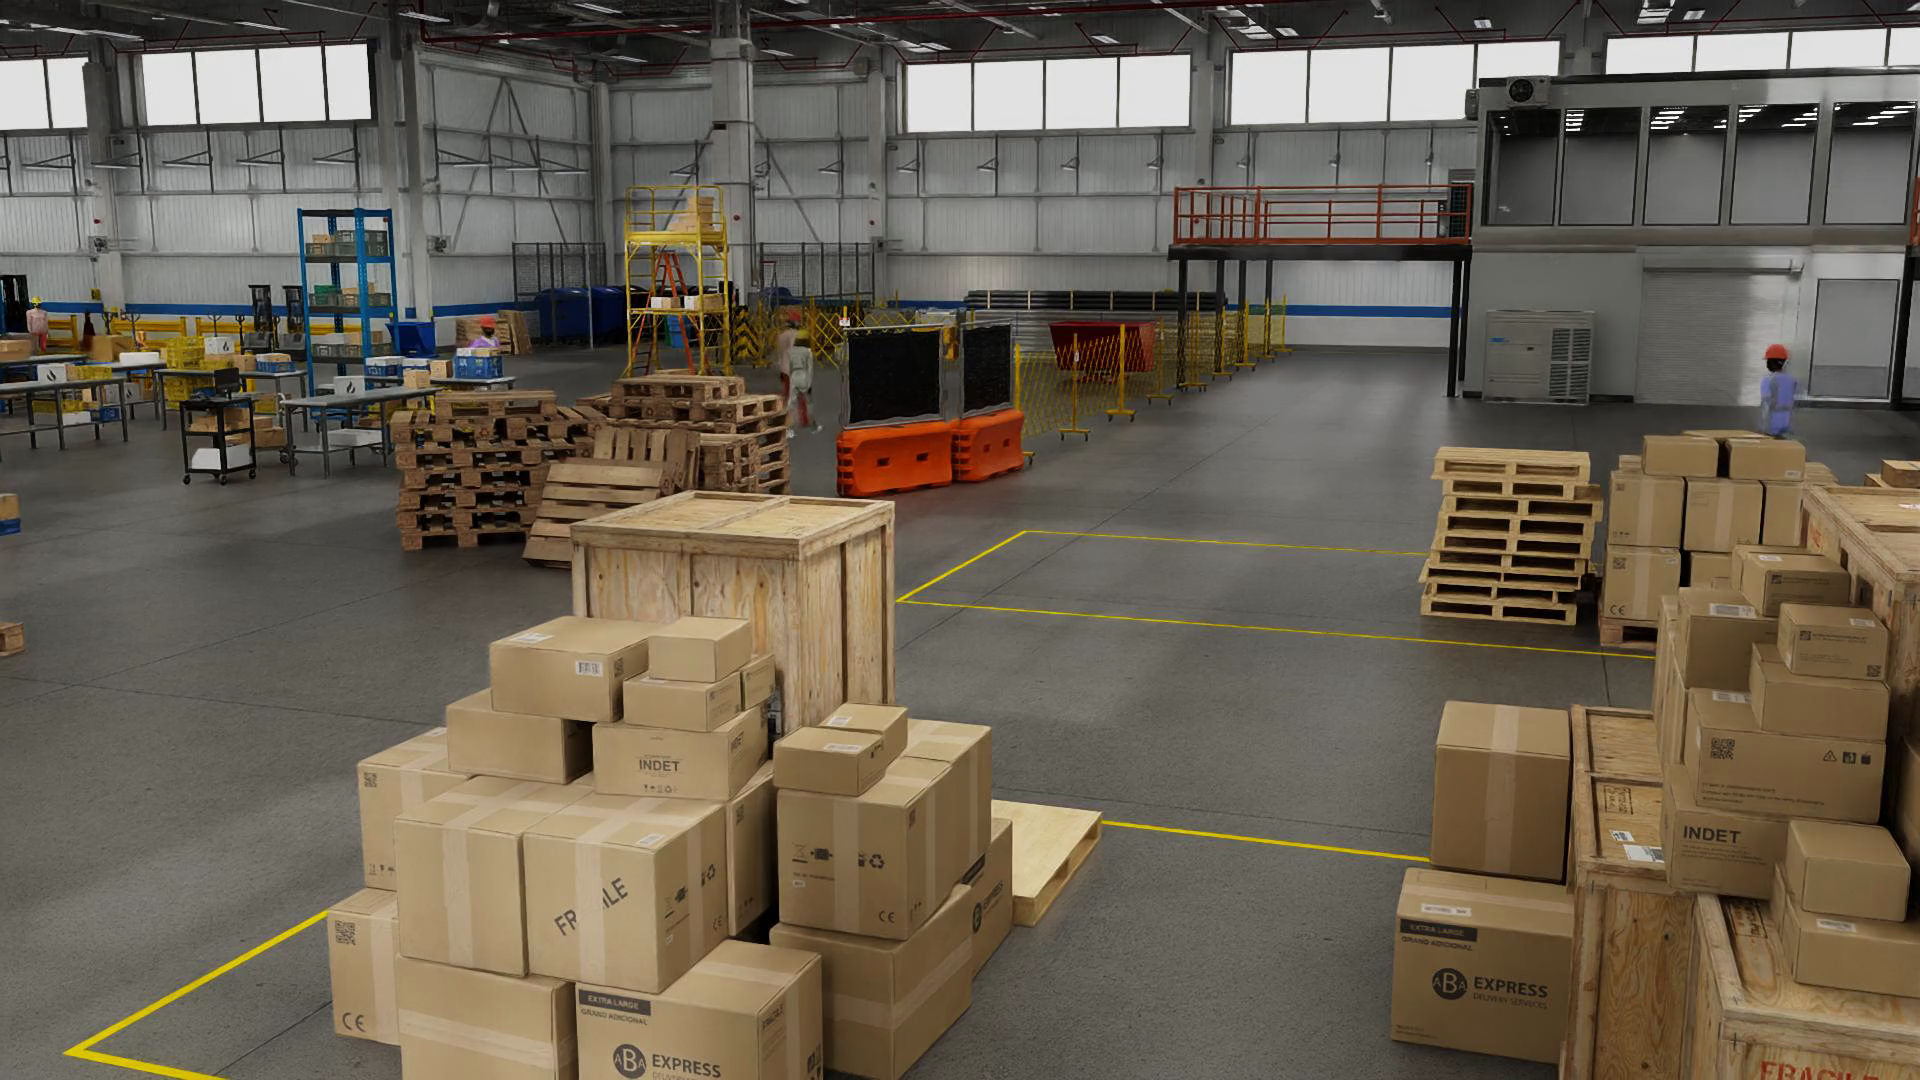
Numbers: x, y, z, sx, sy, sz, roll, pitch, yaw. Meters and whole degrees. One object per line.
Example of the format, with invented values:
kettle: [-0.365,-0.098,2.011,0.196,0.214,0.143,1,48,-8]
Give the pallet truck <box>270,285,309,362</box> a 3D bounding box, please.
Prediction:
pallet truck: [-17.147,-5.700,43.663,0.823,1.965,1.885,3,11,17]

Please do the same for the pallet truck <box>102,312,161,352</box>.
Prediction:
pallet truck: [-23.057,-5.777,46.261,0.680,1.201,1.601,3,11,19]

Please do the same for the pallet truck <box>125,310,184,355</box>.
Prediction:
pallet truck: [-22.038,-5.665,45.457,0.704,1.261,1.522,3,11,17]

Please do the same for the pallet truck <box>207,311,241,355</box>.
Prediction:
pallet truck: [-19.537,-5.575,44.913,0.653,1.274,1.630,3,11,19]

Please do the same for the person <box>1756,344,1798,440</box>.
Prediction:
person: [9.557,-1.335,19.393,0.558,1.898,0.968,-4,11,-21]

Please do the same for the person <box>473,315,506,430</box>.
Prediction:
person: [-7.696,-2.692,26.964,0.849,1.913,0.544,4,11,22]

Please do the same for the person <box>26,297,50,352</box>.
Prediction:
person: [-22.698,-5.108,40.982,0.312,1.768,0.522,6,12,29]

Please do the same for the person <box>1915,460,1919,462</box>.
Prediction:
person: [13.385,-1.920,22.695,0.357,1.883,0.573,0,10,-1]

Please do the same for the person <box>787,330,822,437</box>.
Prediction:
person: [-2.515,-2.491,26.431,0.502,1.695,0.894,4,11,23]

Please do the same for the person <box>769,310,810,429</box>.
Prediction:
person: [-2.773,-2.779,27.298,0.622,1.972,0.822,8,13,38]

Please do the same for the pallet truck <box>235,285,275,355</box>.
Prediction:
pallet truck: [-18.327,-5.835,44.421,0.823,1.965,1.885,4,11,23]

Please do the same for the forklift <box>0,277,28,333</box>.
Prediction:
forklift: [-27.151,-6.329,46.328,1.157,1.987,2.680,3,11,17]
